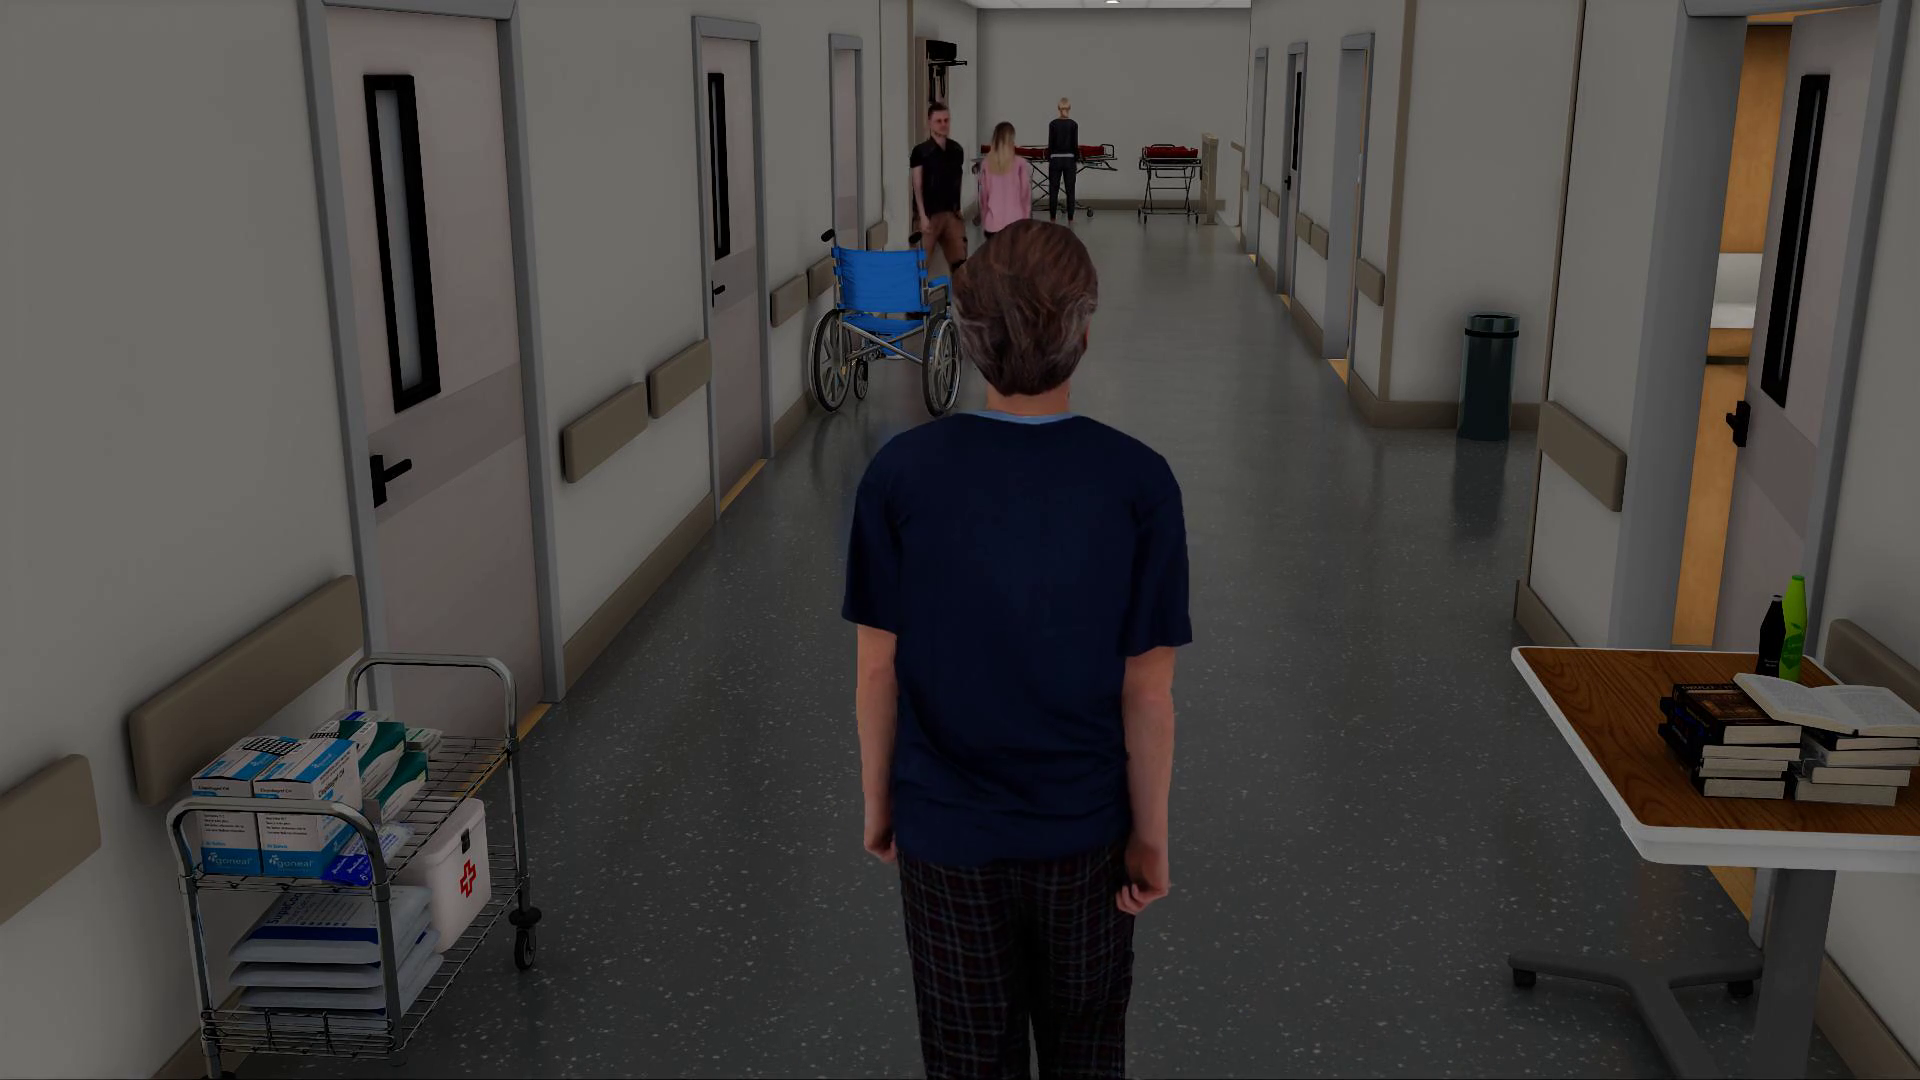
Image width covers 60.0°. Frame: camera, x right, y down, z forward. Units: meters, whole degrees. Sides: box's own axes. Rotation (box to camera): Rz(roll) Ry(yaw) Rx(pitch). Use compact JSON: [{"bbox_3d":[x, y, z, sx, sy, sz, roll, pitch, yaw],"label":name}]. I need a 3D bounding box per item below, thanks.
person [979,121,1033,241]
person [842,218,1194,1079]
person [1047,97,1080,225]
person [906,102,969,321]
[{"bbox_3d":[0.354,-2.535,13.524,0.754,1.678,0.855,7,17,24],"label":"person"},{"bbox_3d":[0.083,0.481,2.492,0.708,1.860,0.692,-1,16,-4],"label":"person"},{"bbox_3d":[1.435,-5.318,23.306,0.588,1.726,0.507,1,16,5],"label":"person"},{"bbox_3d":[-0.249,-2.645,13.731,1.122,1.778,1.294,-9,18,-28],"label":"person"}]
